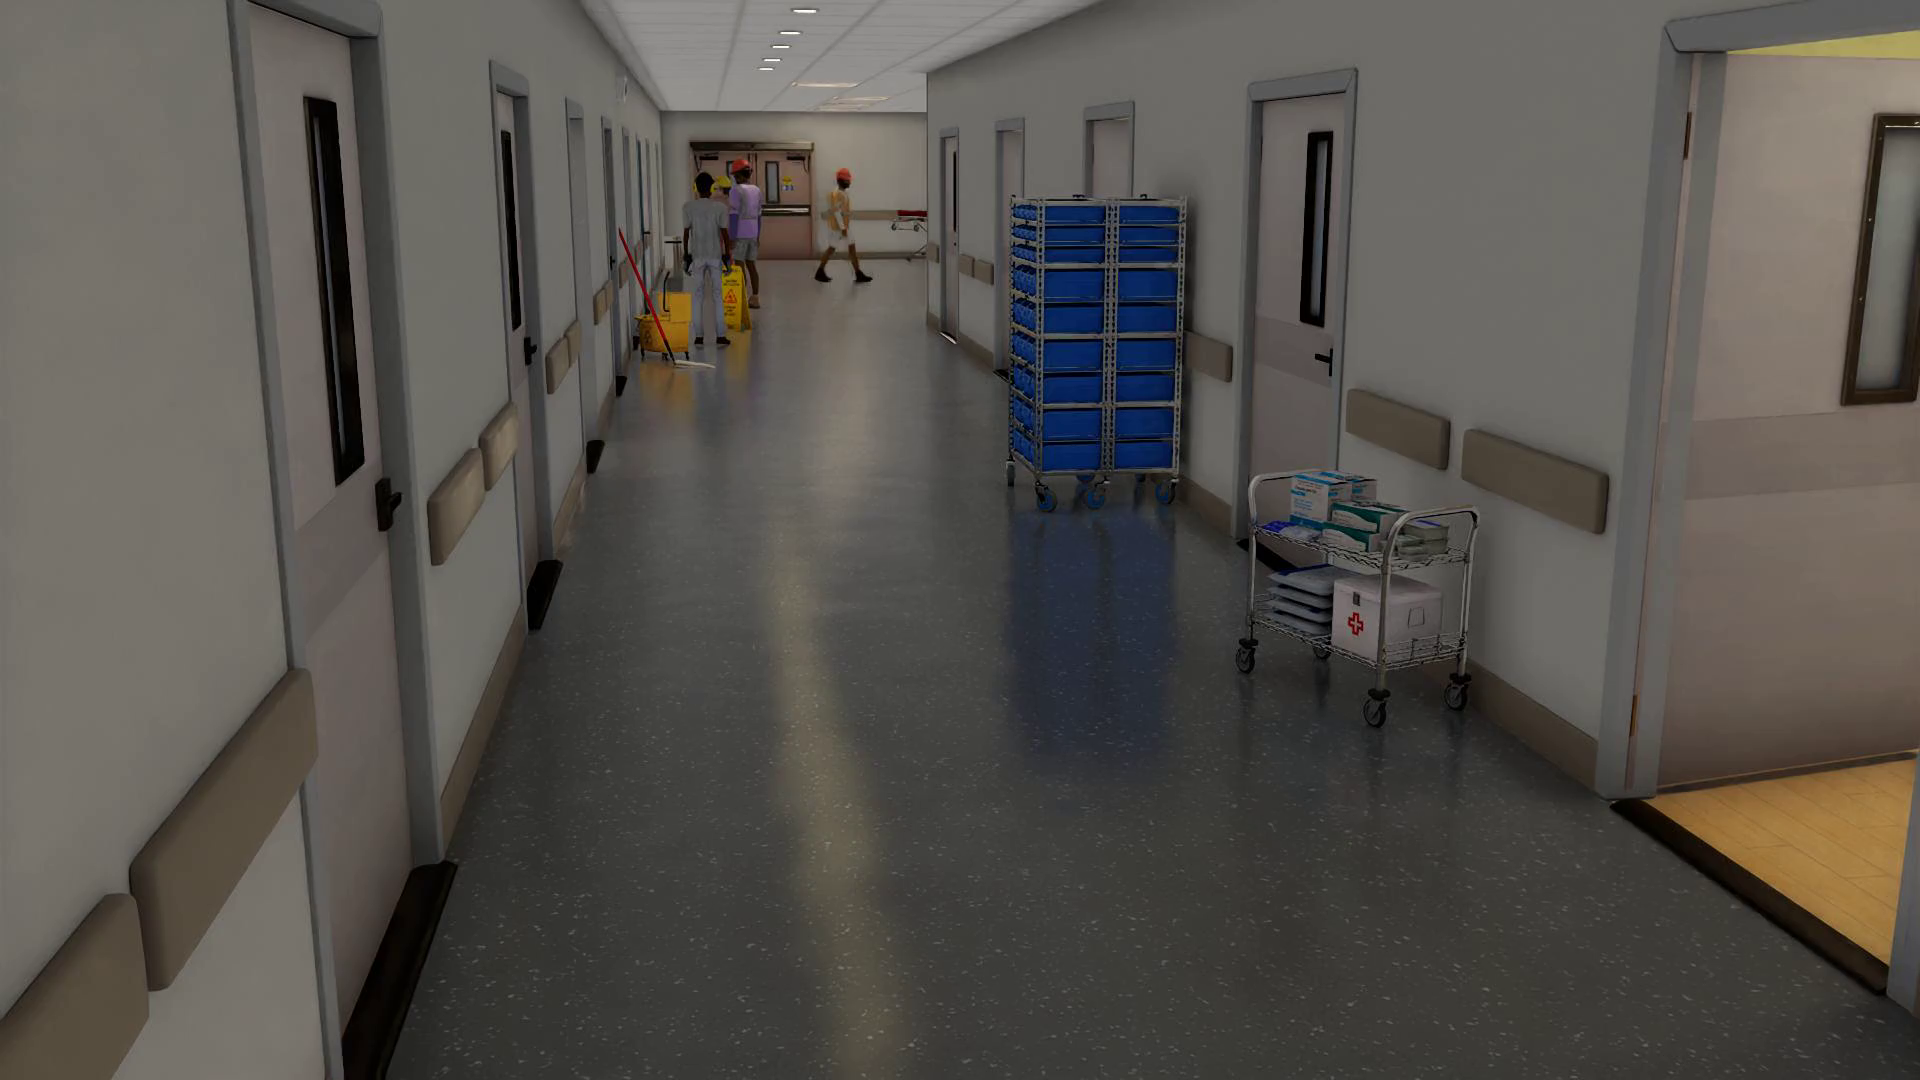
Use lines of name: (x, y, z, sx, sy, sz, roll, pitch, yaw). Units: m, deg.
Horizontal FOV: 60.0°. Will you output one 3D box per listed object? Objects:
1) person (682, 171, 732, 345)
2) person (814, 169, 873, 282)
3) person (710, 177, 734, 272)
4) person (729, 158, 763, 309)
person: (-2.746, -3.045, 18.055, 0.531, 1.870, 0.316, 0, 13, -1)
person: (-2.005, -5.252, 27.843, 1.012, 1.891, 0.549, 6, 14, 24)
person: (-3.991, -5.262, 28.158, 0.543, 1.747, 0.610, -5, 13, -20)
person: (-2.943, -4.150, 22.608, 0.410, 2.029, 0.619, 8, 15, 31)
